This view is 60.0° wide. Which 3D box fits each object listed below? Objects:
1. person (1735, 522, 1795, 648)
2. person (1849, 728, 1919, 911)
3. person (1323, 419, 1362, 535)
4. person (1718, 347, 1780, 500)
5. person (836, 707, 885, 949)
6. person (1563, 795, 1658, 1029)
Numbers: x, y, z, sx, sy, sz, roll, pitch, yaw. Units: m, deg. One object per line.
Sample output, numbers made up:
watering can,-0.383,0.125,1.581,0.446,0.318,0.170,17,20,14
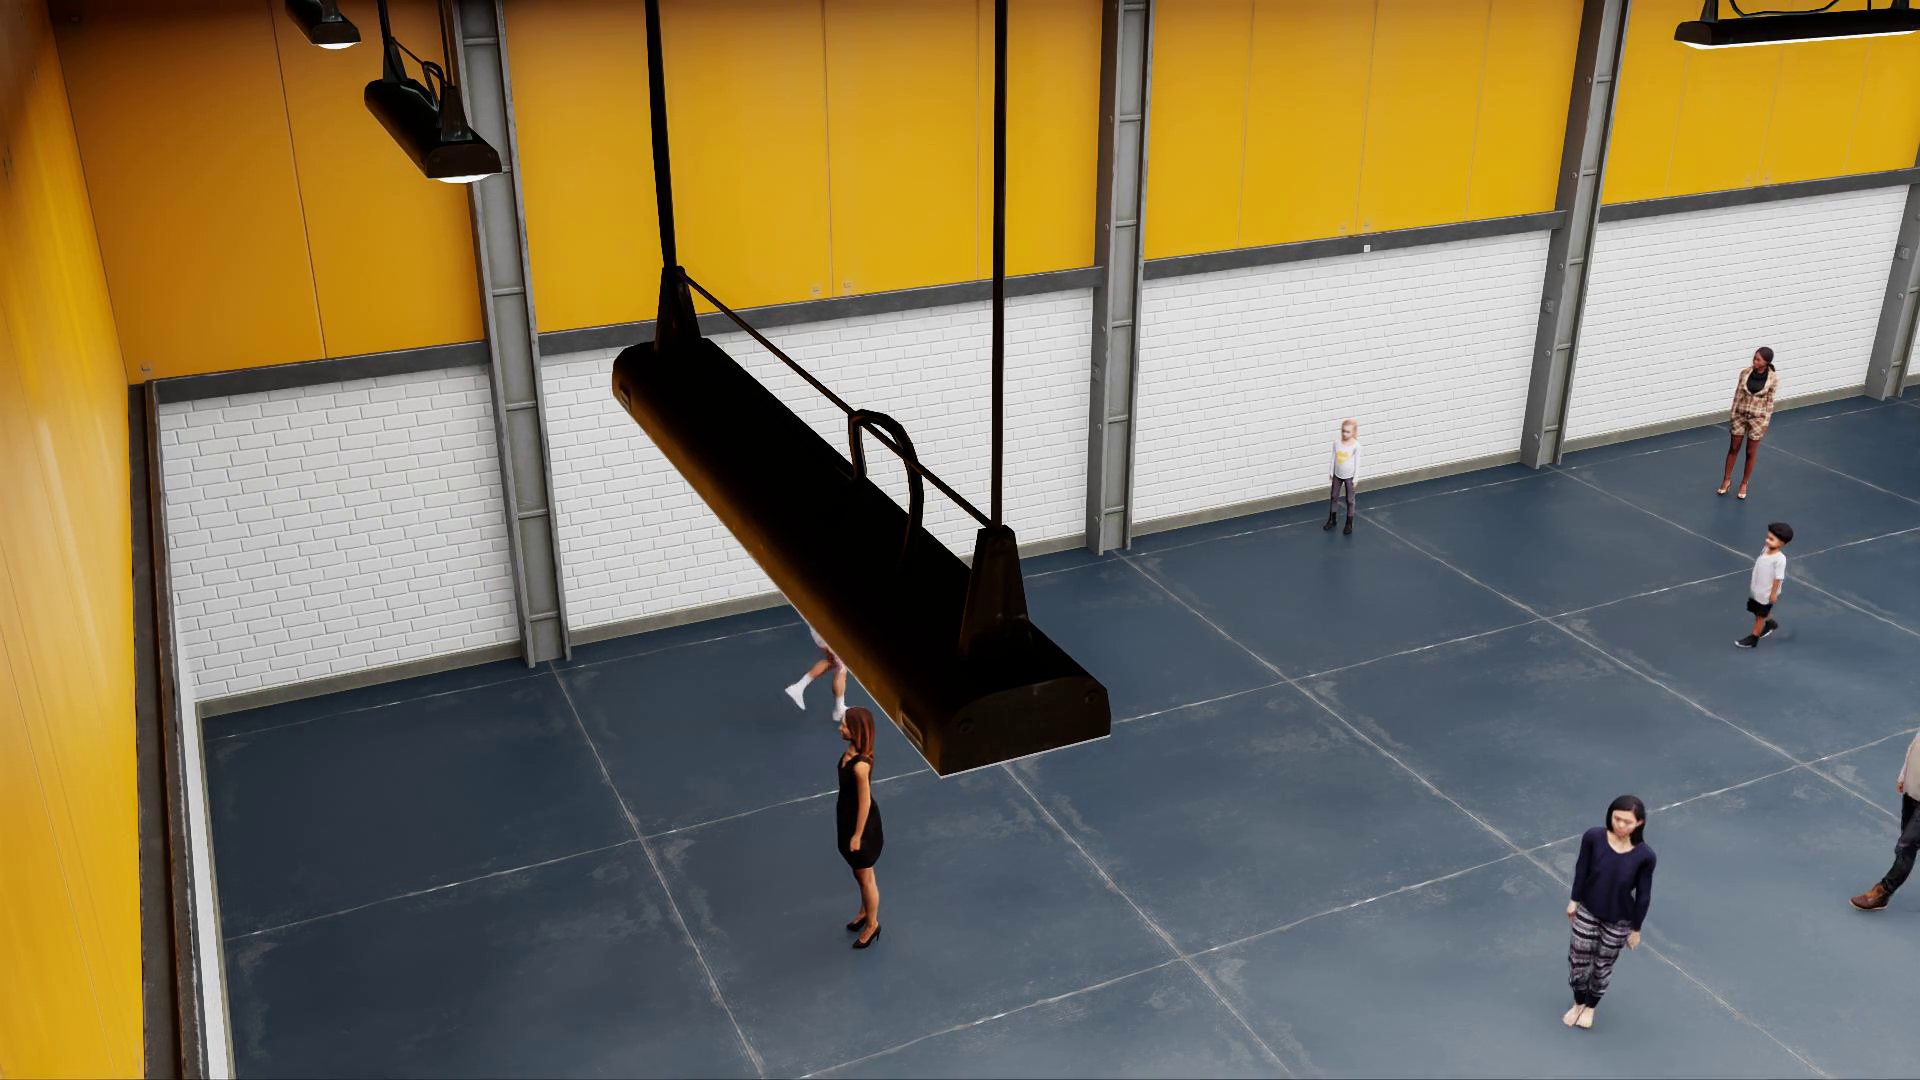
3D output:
person,7.554,0.413,15.483,0.722,1.255,0.597,-3,24,-7
person,6.820,1.787,11.601,1.192,1.846,0.920,-2,24,-5
person,4.172,-0.710,18.026,0.561,1.275,0.596,16,28,33
person,8.940,-1.345,18.832,0.662,1.793,0.672,19,30,36
person,-0.680,1.943,11.259,0.607,1.834,0.637,-4,24,-9
person,4.119,2.315,10.546,0.751,1.725,0.782,15,28,31
